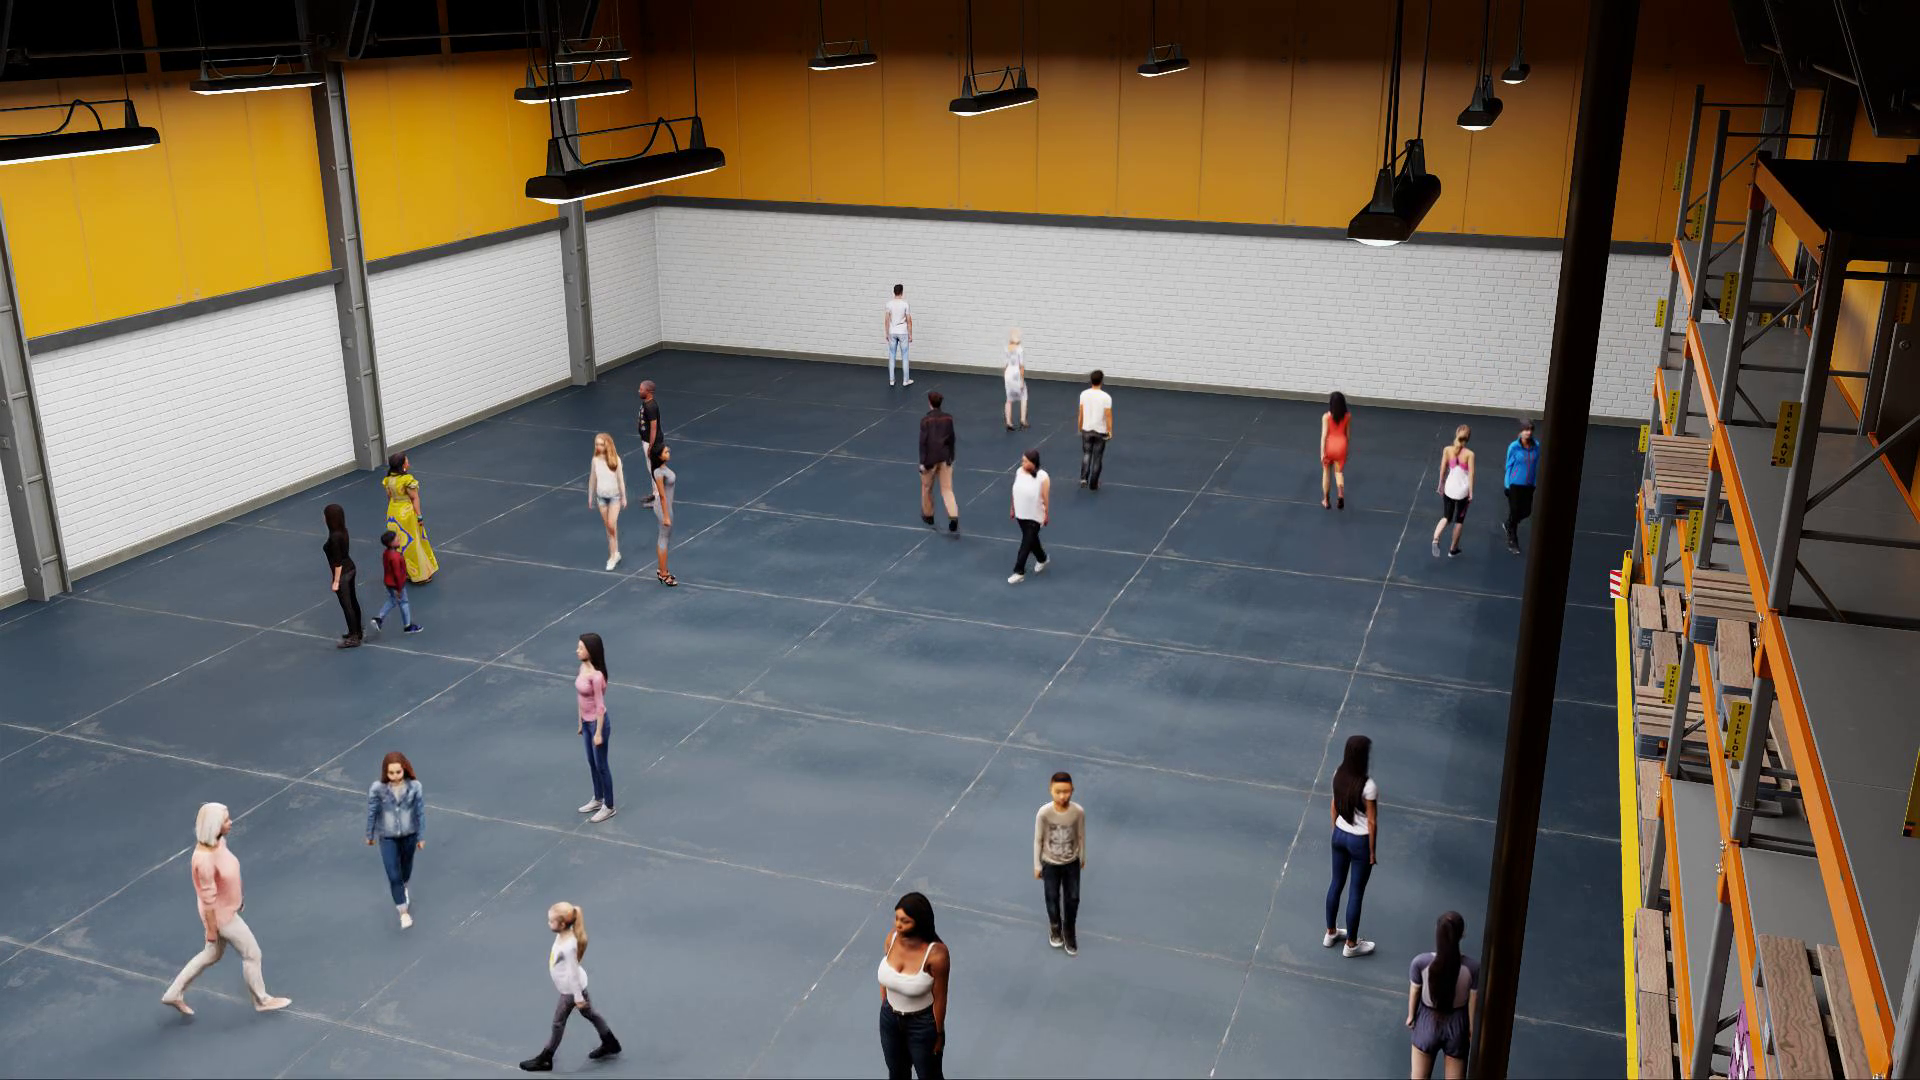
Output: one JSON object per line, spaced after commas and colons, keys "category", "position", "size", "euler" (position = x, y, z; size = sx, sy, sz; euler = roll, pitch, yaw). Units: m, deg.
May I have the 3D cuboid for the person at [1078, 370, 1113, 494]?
{"category": "person", "position": [1.906, -1.548, 24.034], "size": [0.663, 1.793, 0.687], "euler": [8, 20, 21]}

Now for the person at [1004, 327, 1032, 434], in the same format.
{"category": "person", "position": [0.852, -2.610, 27.281], "size": [0.721, 1.733, 0.817], "euler": [15, 24, 37]}

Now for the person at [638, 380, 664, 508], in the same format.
{"category": "person", "position": [-4.354, -1.373, 23.496], "size": [0.824, 1.805, 0.730], "euler": [-5, 19, -15]}

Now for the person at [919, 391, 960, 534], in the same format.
{"category": "person", "position": [-0.275, -1.022, 22.316], "size": [1.198, 1.893, 1.291], "euler": [-7, 20, -20]}

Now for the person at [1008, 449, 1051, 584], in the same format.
{"category": "person", "position": [0.911, -0.329, 20.622], "size": [1.197, 1.660, 0.975], "euler": [-17, 25, -41]}

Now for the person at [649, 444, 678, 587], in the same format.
{"category": "person", "position": [-3.644, -0.323, 20.415], "size": [0.723, 1.781, 0.610], "euler": [-3, 19, -9]}

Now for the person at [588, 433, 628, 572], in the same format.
{"category": "person", "position": [-4.411, -0.526, 21.077], "size": [0.651, 1.743, 0.841], "euler": [4, 19, 12]}

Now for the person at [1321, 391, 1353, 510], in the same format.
{"category": "person", "position": [5.246, -1.208, 23.163], "size": [0.806, 1.705, 0.958], "euler": [-2, 19, -4]}

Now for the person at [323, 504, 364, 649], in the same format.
{"category": "person", "position": [-6.864, 0.382, 18.539], "size": [0.710, 1.642, 0.574], "euler": [-1, 19, -3]}

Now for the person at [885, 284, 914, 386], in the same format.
{"category": "person", "position": [-1.132, -3.776, 30.560], "size": [0.673, 1.850, 0.563], "euler": [5, 19, 14]}

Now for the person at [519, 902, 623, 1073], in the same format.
{"category": "person", "position": [-2.569, 3.029, 11.296], "size": [0.866, 1.248, 0.905], "euler": [-4, 19, -12]}

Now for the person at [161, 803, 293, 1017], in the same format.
{"category": "person", "position": [-5.308, 2.646, 11.740], "size": [1.096, 1.690, 1.114], "euler": [-7, 20, -20]}

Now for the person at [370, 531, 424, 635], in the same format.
{"category": "person", "position": [-6.445, 0.502, 18.809], "size": [0.855, 1.242, 0.722], "euler": [-15, 24, -38]}

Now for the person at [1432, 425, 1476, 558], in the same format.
{"category": "person", "position": [6.269, -0.568, 21.174], "size": [0.840, 1.761, 1.066], "euler": [16, 24, 39]}

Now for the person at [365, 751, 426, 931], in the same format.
{"category": "person", "position": [-4.447, 2.301, 13.156], "size": [1.001, 1.440, 1.052], "euler": [-8, 20, -21]}

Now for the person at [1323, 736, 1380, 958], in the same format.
{"category": "person", "position": [2.972, 2.307, 12.614], "size": [0.703, 1.775, 0.668], "euler": [-11, 22, -30]}

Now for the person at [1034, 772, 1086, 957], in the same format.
{"category": "person", "position": [0.760, 2.427, 12.766], "size": [0.661, 1.451, 0.710], "euler": [-1, 19, -3]}

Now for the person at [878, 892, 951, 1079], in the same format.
{"category": "person", "position": [-0.289, 3.018, 10.450], "size": [0.699, 1.810, 0.684], "euler": [12, 22, 33]}

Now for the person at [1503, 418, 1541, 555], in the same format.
{"category": "person", "position": [7.240, -0.721, 21.592], "size": [0.783, 1.783, 0.894], "euler": [-1, 19, -4]}

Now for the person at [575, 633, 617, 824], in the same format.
{"category": "person", "position": [-3.224, 1.630, 14.676], "size": [0.680, 1.742, 0.647], "euler": [-12, 22, -32]}

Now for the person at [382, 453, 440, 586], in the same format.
{"category": "person", "position": [-6.825, -0.277, 20.467], "size": [0.883, 1.661, 0.809], "euler": [9, 21, 26]}

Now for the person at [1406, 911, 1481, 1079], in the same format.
{"category": "person", "position": [3.042, 3.092, 10.476], "size": [0.612, 1.652, 0.545], "euler": [5, 19, 13]}
